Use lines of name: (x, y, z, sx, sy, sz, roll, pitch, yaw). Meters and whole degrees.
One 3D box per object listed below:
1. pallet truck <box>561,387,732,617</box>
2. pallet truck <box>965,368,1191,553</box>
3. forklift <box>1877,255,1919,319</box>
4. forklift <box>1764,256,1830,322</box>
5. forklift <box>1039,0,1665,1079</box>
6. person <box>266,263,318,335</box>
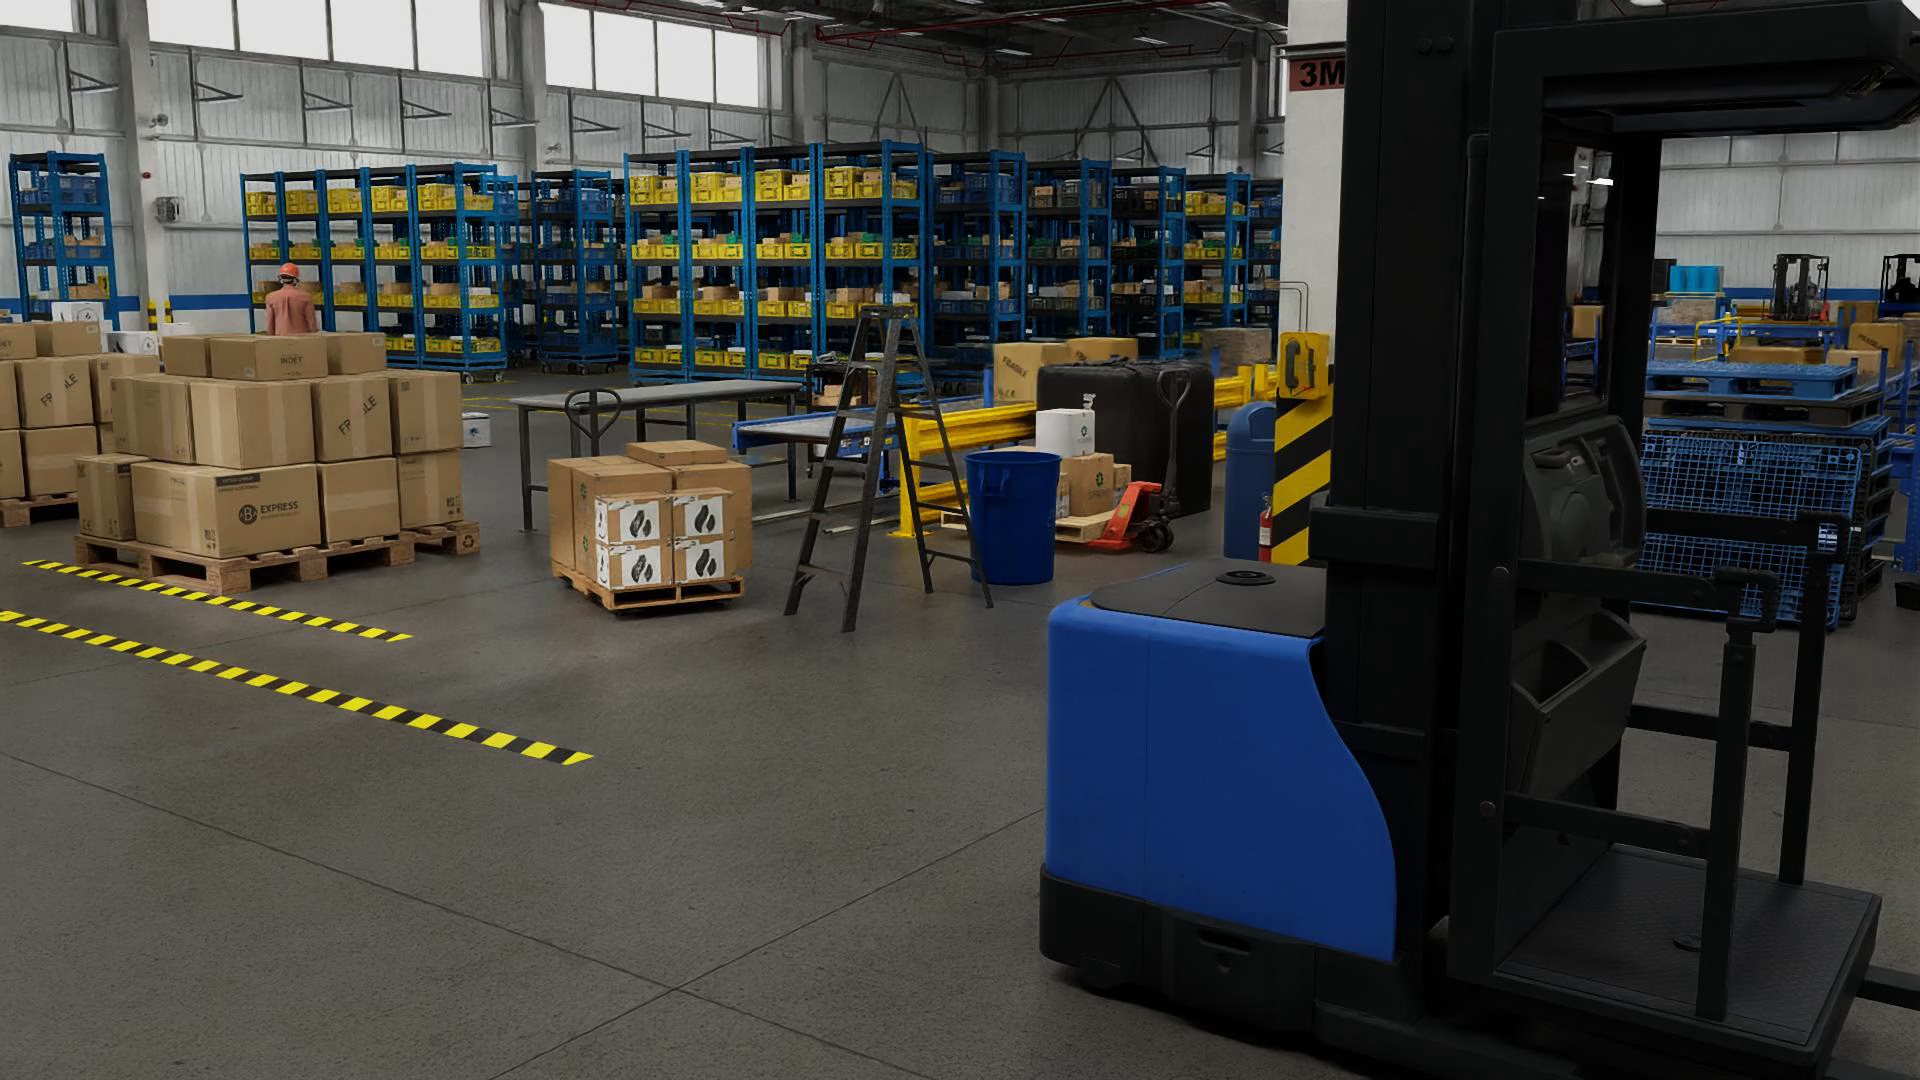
pallet truck: (-1.981, -0.274, 10.088, 0.680, 1.201, 1.601, -5, 11, -28)
pallet truck: (0.845, -0.609, 11.869, 1.630, 1.274, 0.653, 7, 12, 35)
forklift: (22.089, -5.634, 38.796, 1.157, 1.987, 2.680, 6, 11, 33)
forklift: (20.253, -5.854, 40.139, 1.157, 1.987, 2.680, 7, 12, 35)
forklift: (1.249, -0.137, 4.360, 1.873, 2.768, 1.129, 7, 12, 35)
person: (-8.531, -2.540, 21.300, 0.621, 1.994, 0.381, -1, 10, -8)
